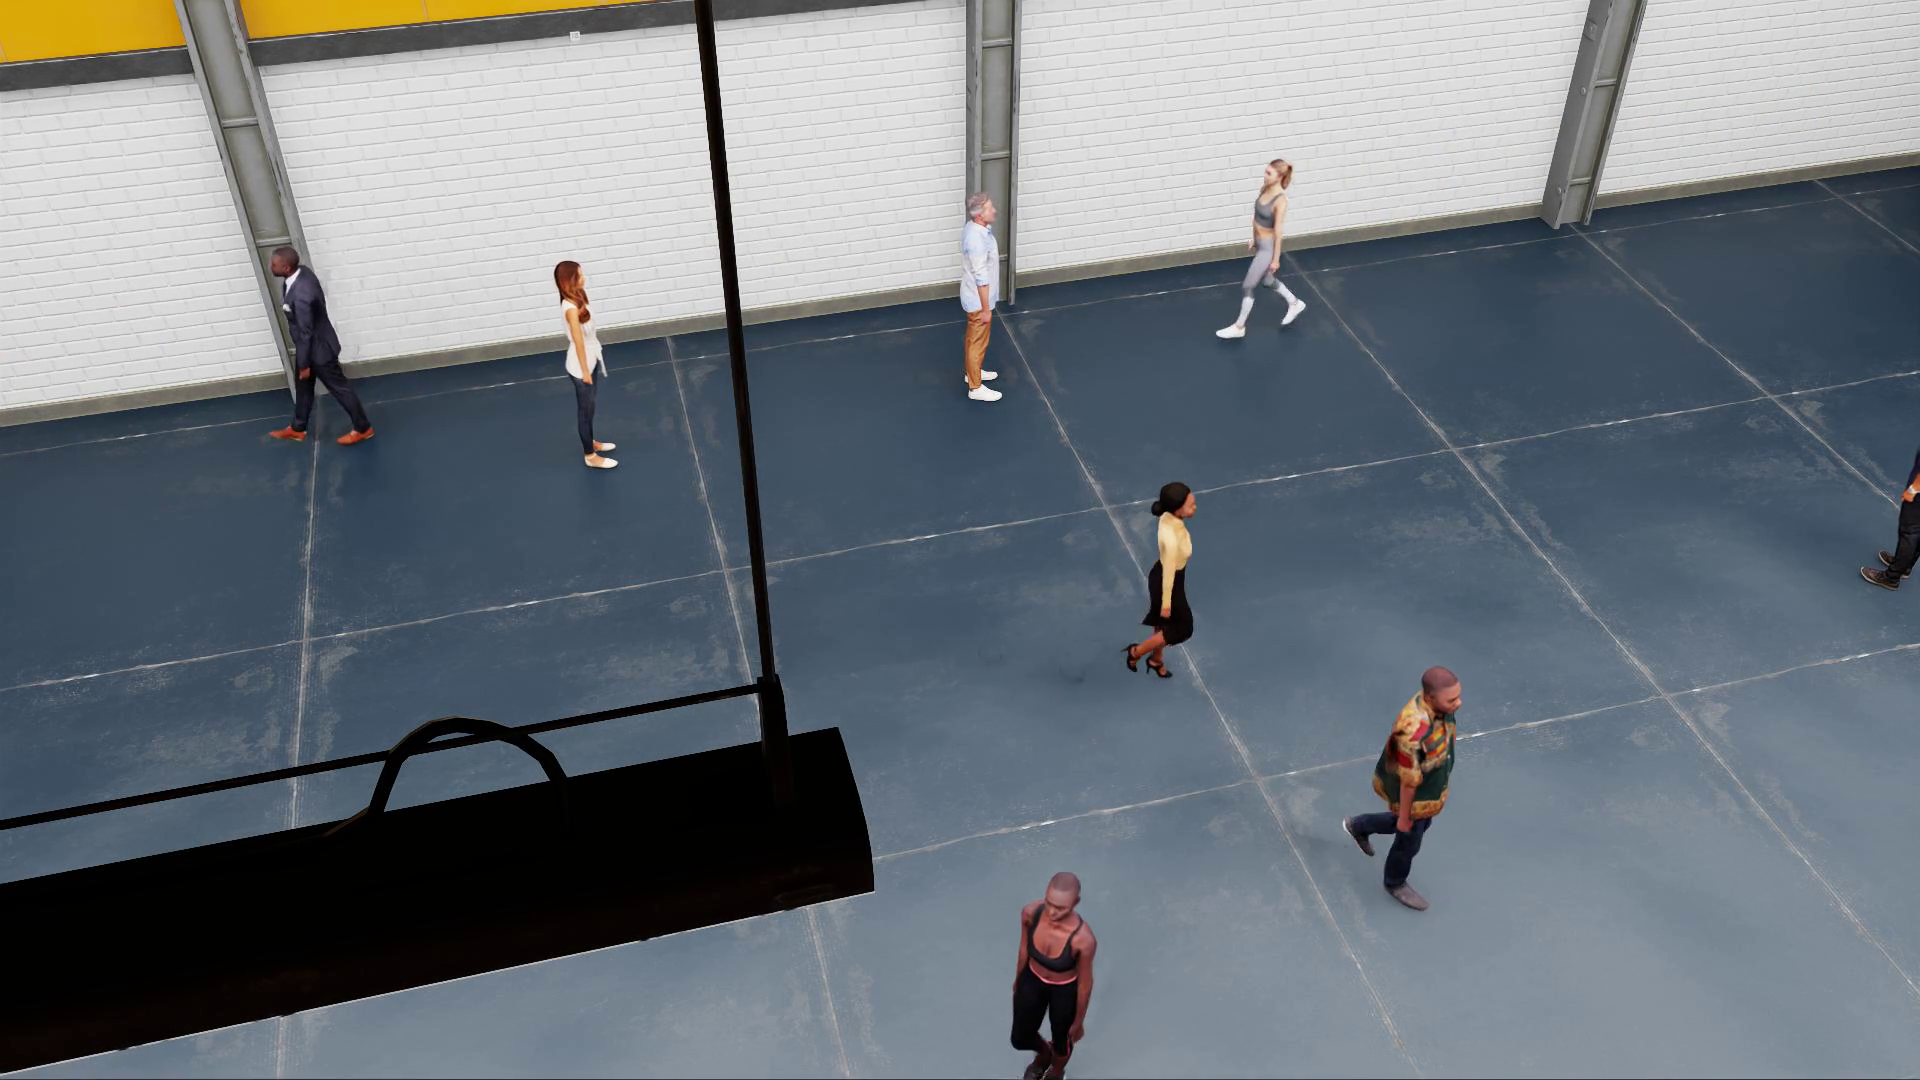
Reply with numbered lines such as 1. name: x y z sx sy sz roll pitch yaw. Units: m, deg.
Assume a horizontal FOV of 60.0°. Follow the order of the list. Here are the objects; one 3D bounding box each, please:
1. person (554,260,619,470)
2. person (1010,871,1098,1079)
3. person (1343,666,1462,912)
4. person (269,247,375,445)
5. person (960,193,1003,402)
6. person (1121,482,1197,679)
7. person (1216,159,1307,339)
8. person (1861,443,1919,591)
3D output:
1. person: -2.954 -1.380 12.987 0.563 1.785 0.610 -4 39 -5
2. person: 0.527 2.236 8.485 0.743 1.753 0.801 21 43 24
3. person: 2.526 1.376 9.531 1.002 1.792 0.973 27 46 30
4. person: -5.003 -1.521 13.153 1.057 1.798 0.789 -13 41 -16
5. person: 0.156 -2.030 13.766 0.632 1.829 0.719 -3 39 -4
6. person: 1.296 0.312 10.981 0.792 1.643 0.716 4 39 5
7. person: 2.743 -2.536 14.521 1.070 1.676 0.563 -9 39 -11
8. person: 6.881 -0.427 11.790 0.620 1.790 0.781 -27 46 -30
